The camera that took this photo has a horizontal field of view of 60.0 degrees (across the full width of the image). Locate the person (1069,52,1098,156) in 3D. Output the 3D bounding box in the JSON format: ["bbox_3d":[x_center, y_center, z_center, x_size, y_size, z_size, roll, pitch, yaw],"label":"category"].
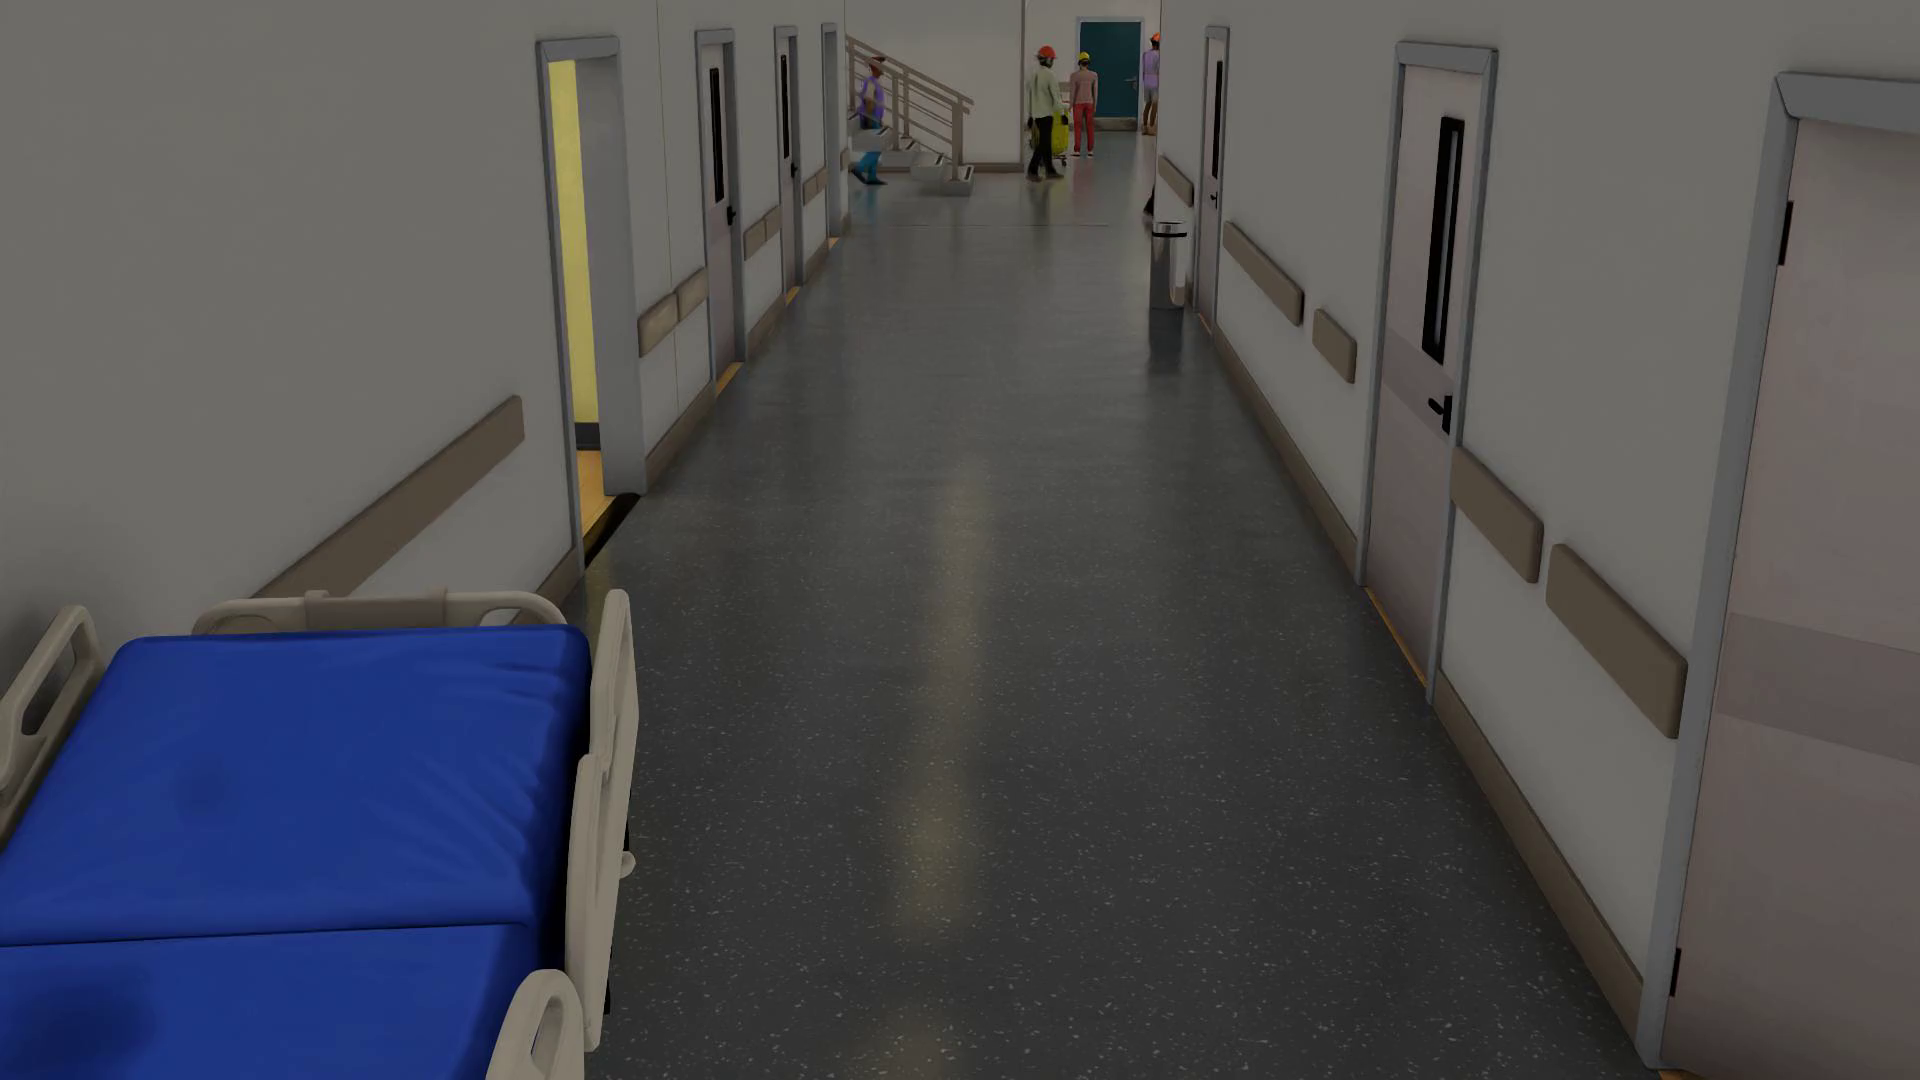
[{"bbox_3d":[2.142,-7.594,29.007,0.533,1.768,0.311,-6,19,-17],"label":"person"}]

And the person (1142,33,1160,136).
[{"bbox_3d":[3.948,-9.236,33.753,0.409,2.028,0.611,-11,21,-32],"label":"person"}]

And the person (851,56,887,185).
[{"bbox_3d":[-1.278,-6.056,24.078,0.446,1.833,0.571,0,18,0],"label":"person"}]

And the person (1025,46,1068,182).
[{"bbox_3d":[1.255,-6.303,24.626,0.795,1.962,0.626,-10,20,-28],"label":"person"}]
